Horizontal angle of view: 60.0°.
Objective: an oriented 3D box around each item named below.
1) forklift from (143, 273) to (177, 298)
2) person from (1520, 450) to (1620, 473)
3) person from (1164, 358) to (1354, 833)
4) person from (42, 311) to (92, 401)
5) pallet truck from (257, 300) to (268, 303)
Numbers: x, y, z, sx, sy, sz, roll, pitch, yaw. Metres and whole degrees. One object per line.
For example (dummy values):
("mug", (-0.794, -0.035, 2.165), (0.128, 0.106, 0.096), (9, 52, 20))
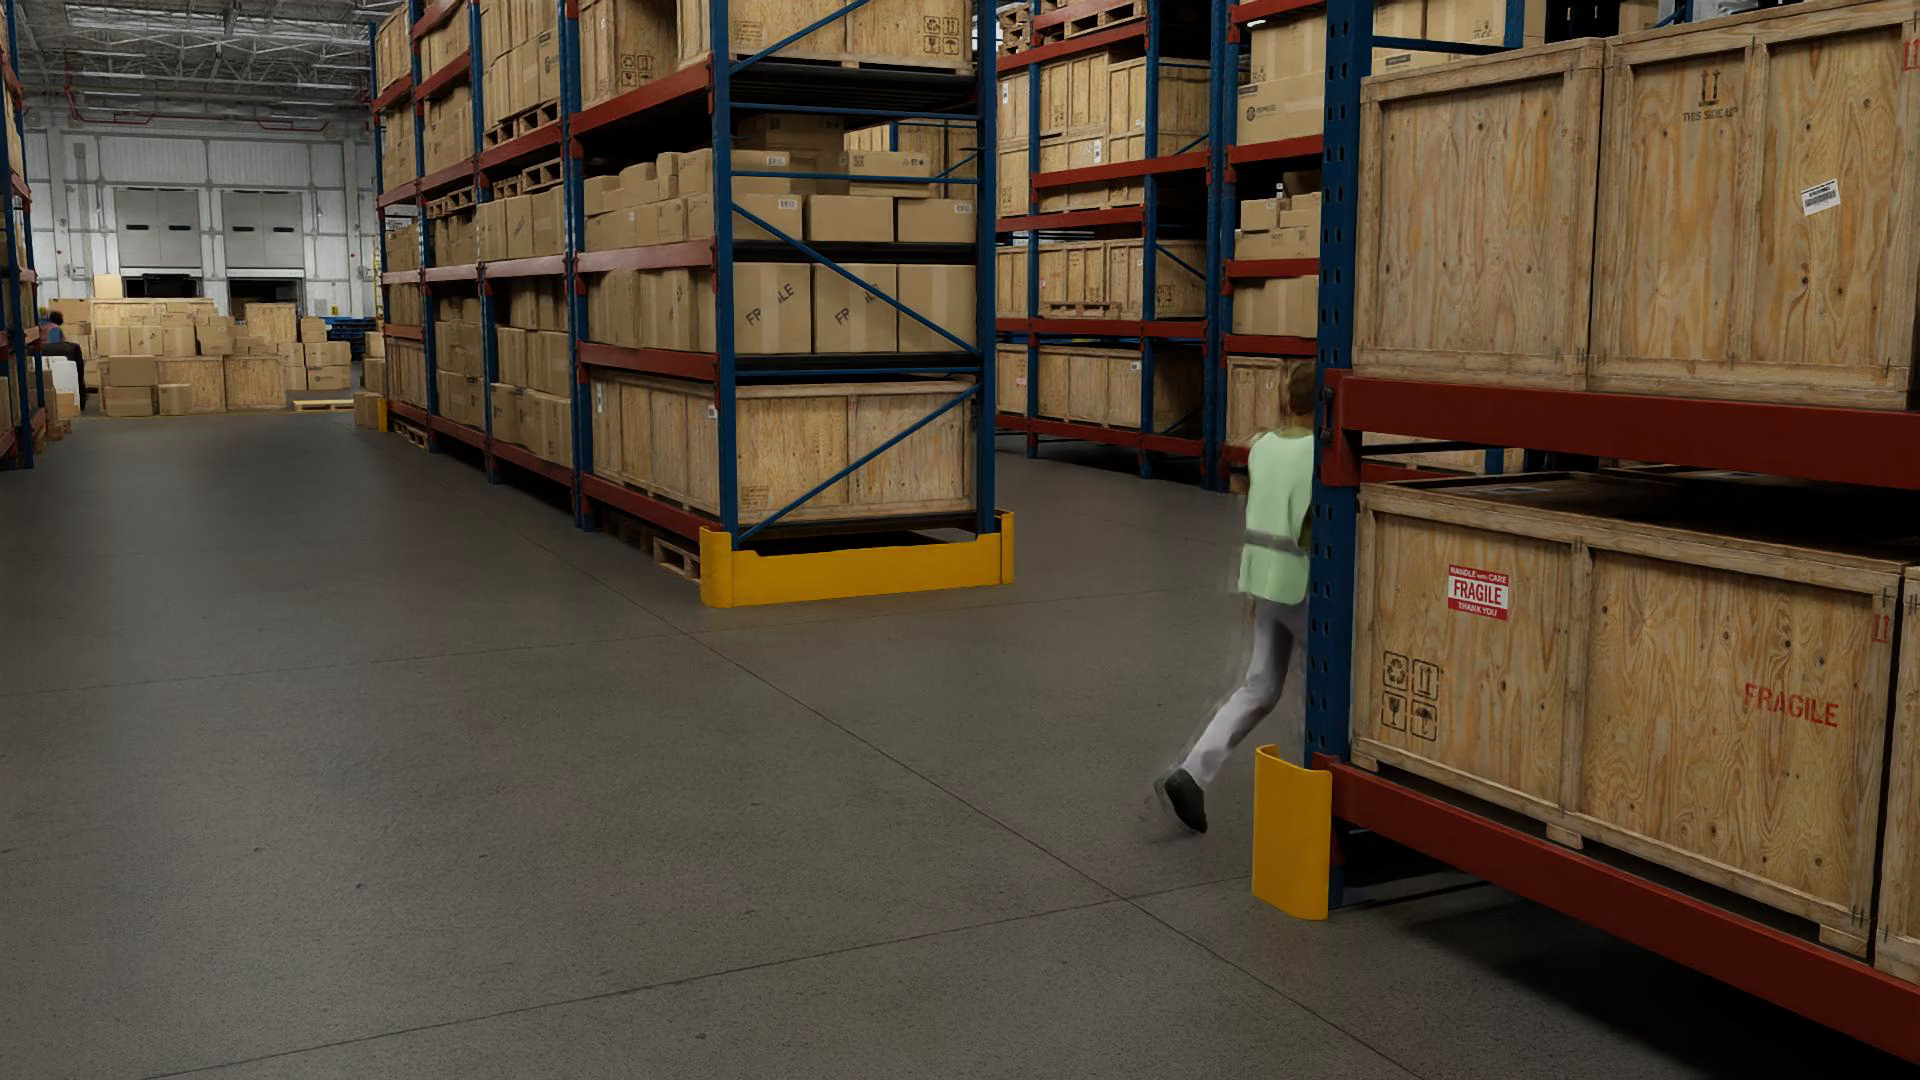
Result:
("forklift", (-25.232, -7.037, 52.614), (1.873, 2.768, 1.129), (8, 11, 43))
("person", (2.983, -0.120, 8.259), (0.652, 1.906, 0.403), (-5, 10, -30))
("person", (1.200, 0.224, 6.218), (0.864, 1.817, 0.579), (-4, 9, -26))
("person", (-17.410, -3.519, 32.123), (0.630, 1.781, 0.970), (8, 11, 42))
("pallet truck", (-23.913, -7.404, 58.171), (1.885, 1.965, 0.823), (-1, 8, -9))
